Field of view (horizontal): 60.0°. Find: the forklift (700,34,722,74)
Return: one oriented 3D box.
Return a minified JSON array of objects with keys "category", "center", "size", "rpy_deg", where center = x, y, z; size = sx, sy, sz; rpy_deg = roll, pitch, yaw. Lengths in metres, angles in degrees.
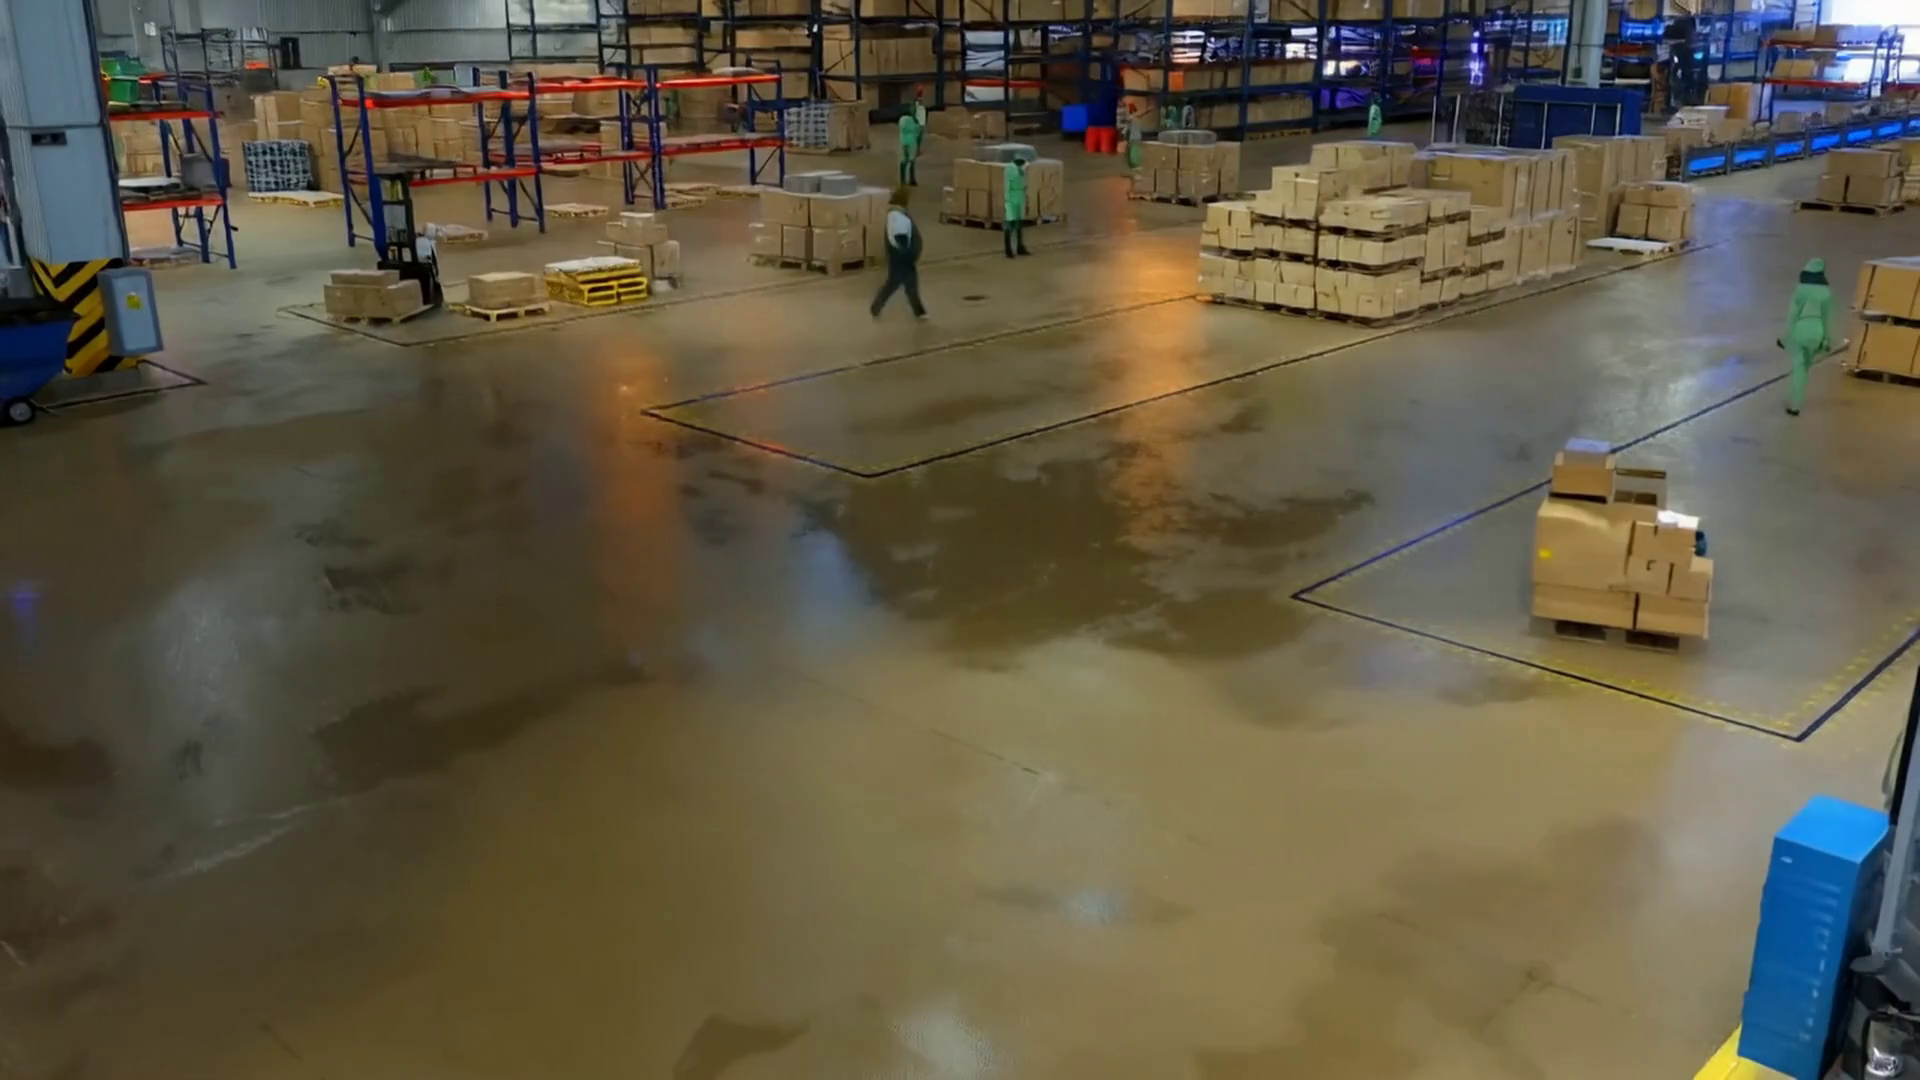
[{"category":"forklift","center":[-9.729,-18.403,65.229],"size":[1.129,2.768,1.873],"rpy_deg":[17,25,41]}]

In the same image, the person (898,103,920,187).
[{"category":"person","center":[-1.195,-9.369,39.461],"size":[0.606,1.958,0.378],"rpy_deg":[14,23,37]}]

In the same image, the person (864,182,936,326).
[{"category":"person","center":[-0.880,-4.005,23.161],"size":[1.010,2.000,0.694],"rpy_deg":[-2,18,-5]}]

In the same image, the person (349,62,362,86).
[{"category":"person","center":[-21.980,-16.493,60.875],"size":[0.662,1.976,0.618],"rpy_deg":[-8,20,-24]}]

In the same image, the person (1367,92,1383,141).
[{"category":"person","center":[10.895,-10.773,43.710],"size":[0.371,1.939,0.543],"rpy_deg":[14,23,36]}]

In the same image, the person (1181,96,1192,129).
[{"category":"person","center":[6.417,-11.735,47.077],"size":[0.307,1.639,0.525],"rpy_deg":[7,20,20]}]

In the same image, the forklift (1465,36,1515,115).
[{"category":"forklift","center":[19.973,-17.201,61.605],"size":[1.873,2.768,1.129],"rpy_deg":[16,24,40]}]

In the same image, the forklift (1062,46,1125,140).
[{"category":"forklift","center":[4.154,-13.900,51.660],"size":[1.129,2.768,1.873],"rpy_deg":[17,25,41]}]

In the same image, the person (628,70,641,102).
[{"category":"person","center":[-11.054,-14.863,56.086],"size":[0.591,1.911,0.390],"rpy_deg":[-8,20,-23]}]

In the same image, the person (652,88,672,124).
[{"category":"person","center":[-8.665,-12.213,48.100],"size":[0.666,1.901,0.906],"rpy_deg":[-5,19,-16]}]

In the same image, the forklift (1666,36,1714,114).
[{"category":"forklift","center":[27.341,-17.291,61.877],"size":[1.129,2.768,1.873],"rpy_deg":[17,25,41]}]

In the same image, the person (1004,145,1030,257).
[{"category":"person","center":[1.025,-5.943,29.185],"size":[0.542,1.928,0.399],"rpy_deg":[-15,23,-38]}]

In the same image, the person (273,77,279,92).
[{"category":"person","center":[-20.953,-13.182,50.968],"size":[0.637,1.938,0.357],"rpy_deg":[17,25,41]}]

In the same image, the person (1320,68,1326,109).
[{"category":"person","center":[13.364,-16.900,62.007],"size":[0.391,2.040,0.615],"rpy_deg":[-5,19,-15]}]

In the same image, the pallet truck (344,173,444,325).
[{"category":"pallet truck","center":[-8.209,-4.181,23.757],"size":[0.823,1.965,1.885],"rpy_deg":[3,19,9]}]

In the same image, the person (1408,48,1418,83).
[{"category":"person","center":[21.571,-22.407,78.918],"size":[0.629,1.843,0.429],"rpy_deg":[2,18,5]}]

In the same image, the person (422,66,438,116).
[{"category":"person","center":[-18.784,-15.837,59.031],"size":[0.566,1.899,0.922],"rpy_deg":[-7,19,-19]}]

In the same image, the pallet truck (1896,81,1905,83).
[{"category":"pallet truck","center":[34.802,-16.331,61.455],"size":[0.653,1.274,1.630],"rpy_deg":[17,25,41]}]

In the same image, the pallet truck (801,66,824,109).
[{"category":"pallet truck","center":[-4.812,-15.182,56.903],"size":[0.823,1.965,1.885],"rpy_deg":[-9,21,-26]}]

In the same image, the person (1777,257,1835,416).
[{"category":"person","center":[9.324,-2.267,18.425],"size":[0.503,1.717,0.793],"rpy_deg":[2,19,7]}]

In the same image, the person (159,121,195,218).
[{"category":"person","center":[-16.159,-7.610,34.194],"size":[0.629,1.932,0.378],"rpy_deg":[13,22,34]}]

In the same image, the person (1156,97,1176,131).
[{"category":"person","center":[5.759,-11.615,46.747],"size":[0.525,1.610,0.742],"rpy_deg":[13,22,34]}]

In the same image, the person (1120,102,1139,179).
[{"category":"person","center":[4.215,-9.848,41.053],"size":[0.409,1.872,0.577],"rpy_deg":[9,20,25]}]

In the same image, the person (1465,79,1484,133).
[{"category":"person","center":[16.666,-14.073,53.979],"size":[0.527,1.737,0.817],"rpy_deg":[3,19,8]}]

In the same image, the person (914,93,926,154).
[{"category":"person","center":[-1.154,-11.846,47.338],"size":[0.322,1.690,0.532],"rpy_deg":[7,20,20]}]

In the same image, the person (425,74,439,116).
[{"category":"person","center":[-17.654,-14.712,55.808],"size":[0.959,1.805,0.638],"rpy_deg":[8,20,23]}]

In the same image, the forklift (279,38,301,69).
[{"category":"forklift","center":[-24.151,-16.759,60.275],"size":[1.129,2.768,1.873],"rpy_deg":[17,25,41]}]
